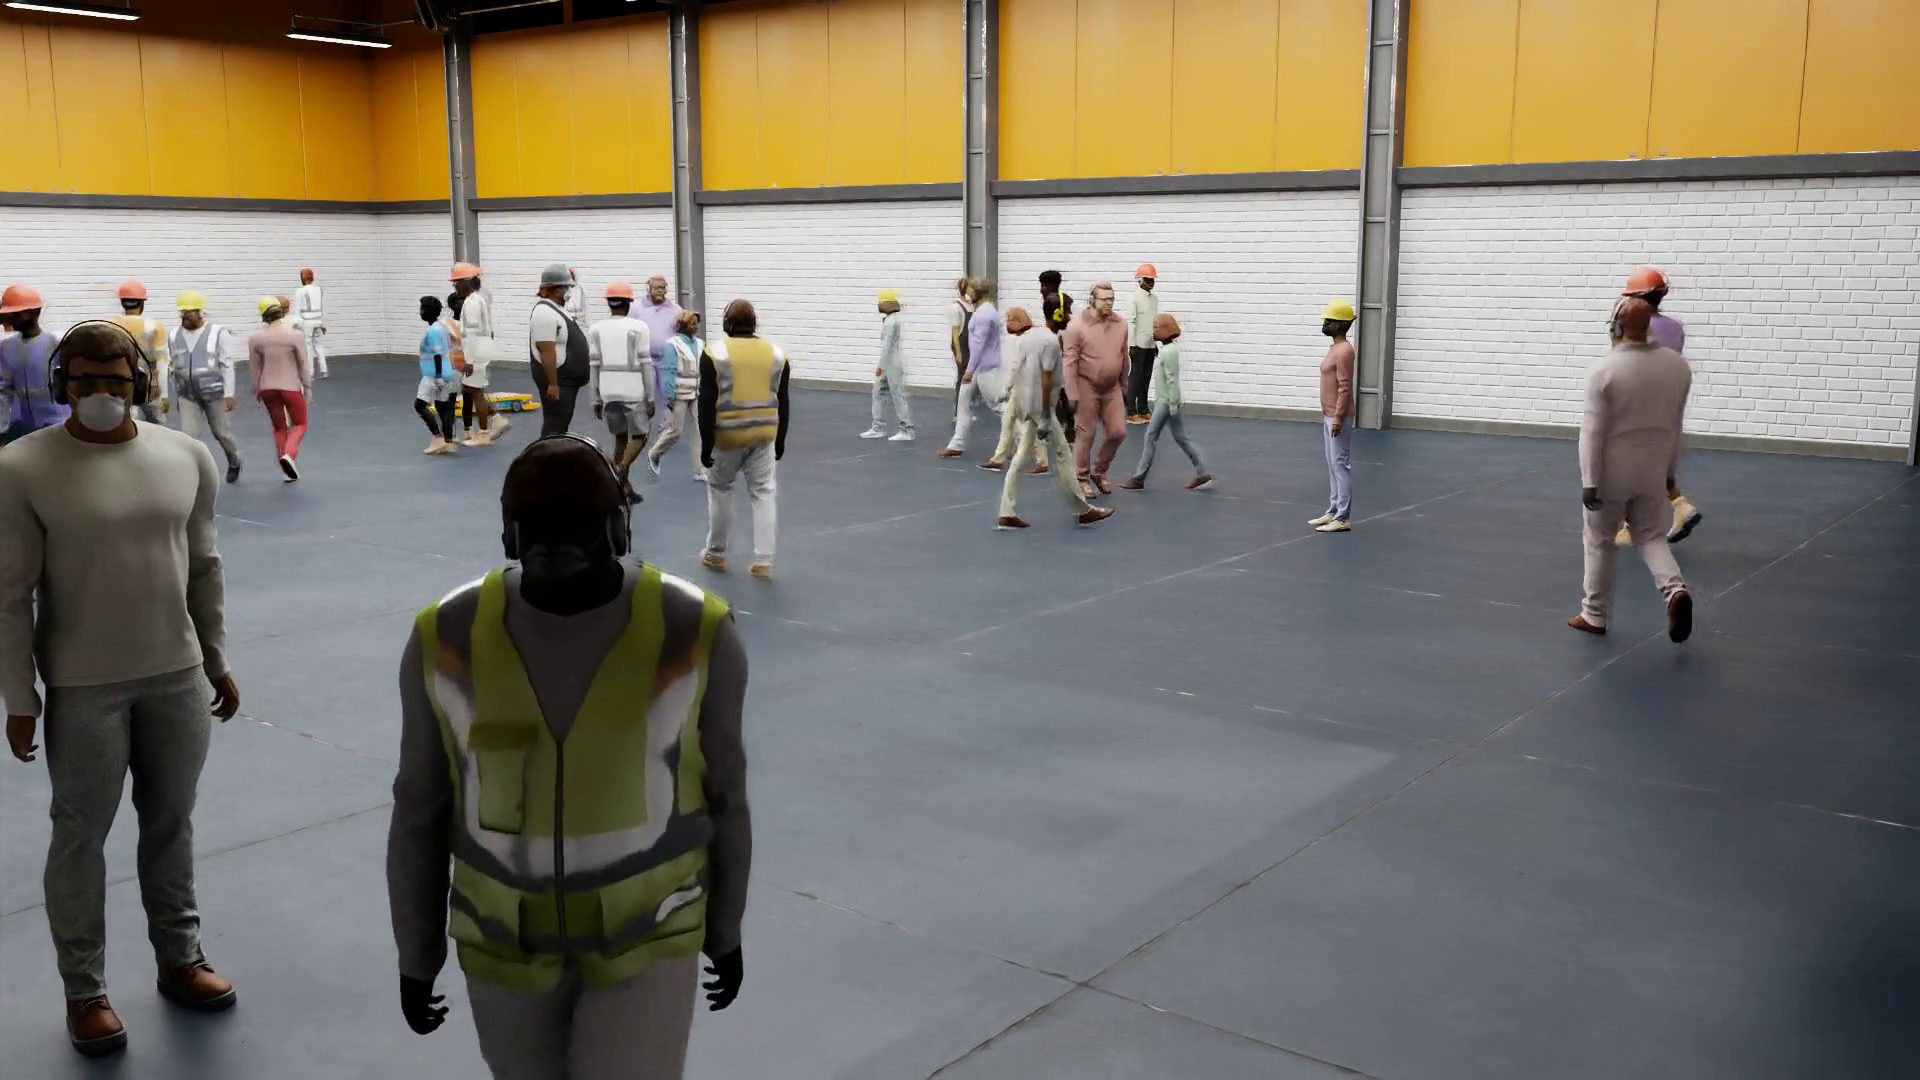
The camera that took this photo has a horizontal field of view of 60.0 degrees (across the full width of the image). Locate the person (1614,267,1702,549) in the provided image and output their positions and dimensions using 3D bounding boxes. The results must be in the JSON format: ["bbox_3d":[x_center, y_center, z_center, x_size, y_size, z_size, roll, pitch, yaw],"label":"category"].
[{"bbox_3d":[4.919,-0.917,11.823,0.602,2.025,0.612,-7,12,-34],"label":"person"}]

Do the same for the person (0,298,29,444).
[{"bbox_3d":[-6.896,-0.889,12.240,0.575,1.822,0.844,-3,10,-18],"label":"person"}]

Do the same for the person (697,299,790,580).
[{"bbox_3d":[-1.464,-0.668,10.959,0.666,1.807,0.852,-5,11,-28],"label":"person"}]

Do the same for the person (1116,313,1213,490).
[{"bbox_3d":[1.875,-1.231,14.884,0.858,1.592,0.518,1,10,7],"label":"person"}]

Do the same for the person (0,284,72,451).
[{"bbox_3d":[-6.359,-0.795,11.424,0.563,1.898,0.856,3,10,16],"label":"person"}]

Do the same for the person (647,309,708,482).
[{"bbox_3d":[-2.604,-1.342,15.482,0.720,1.613,0.538,6,12,33],"label":"person"}]

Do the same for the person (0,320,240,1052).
[{"bbox_3d":[-2.268,0.379,4.498,0.354,1.936,0.636,8,12,37],"label":"person"}]

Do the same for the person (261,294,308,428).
[{"bbox_3d":[-8.163,-2.152,20.120,0.520,1.628,0.466,-3,10,-16],"label":"person"}]

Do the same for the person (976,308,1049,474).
[{"bbox_3d":[0.492,-1.413,15.928,0.793,1.595,0.502,0,10,0],"label":"person"}]

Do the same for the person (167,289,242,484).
[{"bbox_3d":[-6.756,-1.339,14.894,0.595,1.808,0.798,0,10,-2],"label":"person"}]

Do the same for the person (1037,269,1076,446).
[{"bbox_3d":[1.010,-1.988,18.238,0.627,1.941,0.623,2,10,9],"label":"person"}]

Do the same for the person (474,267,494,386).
[{"bbox_3d":[-7.846,-3.448,26.875,0.595,1.911,0.653,-7,12,-37],"label":"person"}]

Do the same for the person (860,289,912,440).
[{"bbox_3d":[-0.876,-1.978,18.882,0.722,1.717,0.494,-1,10,-5],"label":"person"}]

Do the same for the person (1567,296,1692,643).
[{"bbox_3d":[3.649,-0.369,9.003,0.649,1.885,0.752,-2,10,-10],"label":"person"}]

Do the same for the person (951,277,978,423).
[{"bbox_3d":[0.093,-2.362,20.760,0.398,1.832,0.553,5,11,29],"label":"person"}]

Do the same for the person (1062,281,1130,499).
[{"bbox_3d":[1.192,-1.286,14.355,0.717,1.882,0.453,-5,11,-28],"label":"person"}]

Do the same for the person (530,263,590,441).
[{"bbox_3d":[-3.540,-1.447,14.828,0.536,2.000,0.688,-1,10,-6],"label":"person"}]

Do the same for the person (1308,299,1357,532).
[{"bbox_3d":[2.862,-0.947,12.708,0.305,1.772,0.527,1,10,3],"label":"person"}]

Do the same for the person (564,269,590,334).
[{"bbox_3d":[-6.671,-3.692,28.483,0.623,1.855,0.457,-6,12,-33],"label":"person"}]

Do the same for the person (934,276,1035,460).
[{"bbox_3d":[0.284,-1.754,17.062,1.016,1.895,0.633,-1,10,-7],"label":"person"}]

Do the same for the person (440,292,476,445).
[{"bbox_3d":[-5.574,-1.917,18.565,0.316,1.695,0.541,8,12,37],"label":"person"}]

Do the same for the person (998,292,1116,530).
[{"bbox_3d":[0.712,-0.978,12.760,0.974,1.806,0.551,-3,10,-19],"label":"person"}]

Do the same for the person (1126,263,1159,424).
[{"bbox_3d":[2.307,-2.452,20.813,0.392,1.992,0.623,8,12,37],"label":"person"}]

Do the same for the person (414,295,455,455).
[{"bbox_3d":[-5.532,-1.713,17.428,0.432,1.682,0.539,-1,10,-7],"label":"person"}]

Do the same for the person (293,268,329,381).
[{"bbox_3d":[-10.886,-3.594,27.811,0.416,1.881,0.589,4,11,23],"label":"person"}]

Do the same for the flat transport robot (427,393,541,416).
[{"bbox_3d":[-6.367,-1.821,22.149,0.652,0.197,1.431,8,12,37],"label":"flat transport robot"}]

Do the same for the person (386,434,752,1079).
[{"bbox_3d":[-0.701,0.693,3.065,0.635,1.808,0.905,-1,10,-3],"label":"person"}]

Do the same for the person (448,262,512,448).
[{"bbox_3d":[-5.291,-2.011,18.149,0.519,2.022,0.625,-3,10,-15],"label":"person"}]

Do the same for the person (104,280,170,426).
[{"bbox_3d":[-7.216,-1.333,14.609,0.568,1.882,0.992,-2,10,-9],"label":"person"}]

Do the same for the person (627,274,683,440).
[{"bbox_3d":[-3.369,-2.003,18.492,0.659,1.889,0.439,-3,10,-18],"label":"person"}]

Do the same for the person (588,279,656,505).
[{"bbox_3d":[-2.834,-1.207,13.821,0.577,1.912,0.655,3,10,14],"label":"person"}]

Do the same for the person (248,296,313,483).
[{"bbox_3d":[-6.244,-1.372,15.278,0.546,1.729,0.448,0,10,-3],"label":"person"}]
